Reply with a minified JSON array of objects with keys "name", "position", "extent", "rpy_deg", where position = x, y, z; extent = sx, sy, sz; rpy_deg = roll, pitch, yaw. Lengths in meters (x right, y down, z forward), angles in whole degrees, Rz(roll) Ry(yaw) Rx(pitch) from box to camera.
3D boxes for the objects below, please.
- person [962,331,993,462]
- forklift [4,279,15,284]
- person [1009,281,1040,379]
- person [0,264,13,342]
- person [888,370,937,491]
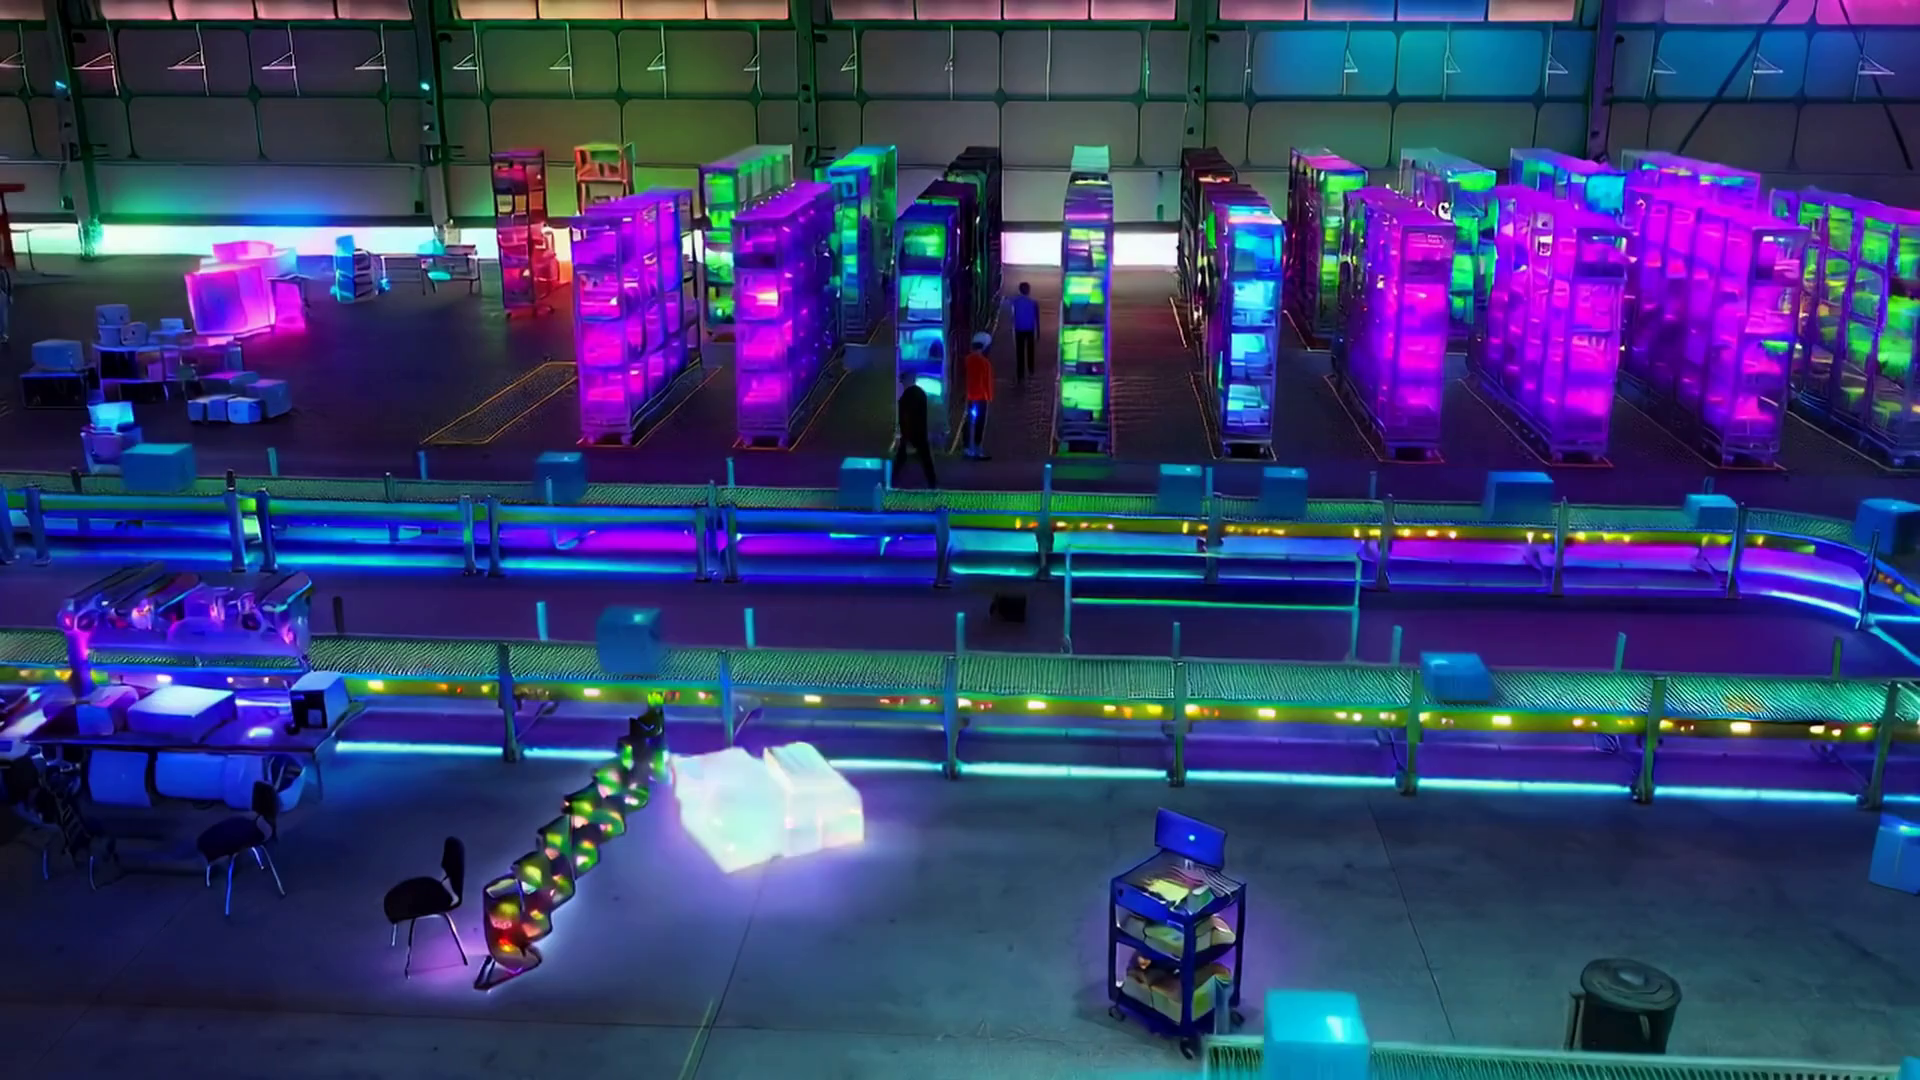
[{"name":"person","position":[0.310,-2.186,25.268],"extent":[0.428,1.980,0.629],"rpy_deg":[-12,21,-32]},{"name":"forklift","position":[-24.761,-7.946,42.058],"extent":[1.873,2.768,1.129],"rpy_deg":[1,18,4]},{"name":"person","position":[1.200,-3.951,31.159],"extent":[0.583,1.791,0.961],"rpy_deg":[3,18,9]},{"name":"person","position":[-20.090,-5.121,34.673],"extent":[0.615,1.917,0.822],"rpy_deg":[-8,19,-23]},{"name":"person","position":[-0.735,-1.447,23.096],"extent":[0.973,1.862,0.648],"rpy_deg":[8,19,24]}]
